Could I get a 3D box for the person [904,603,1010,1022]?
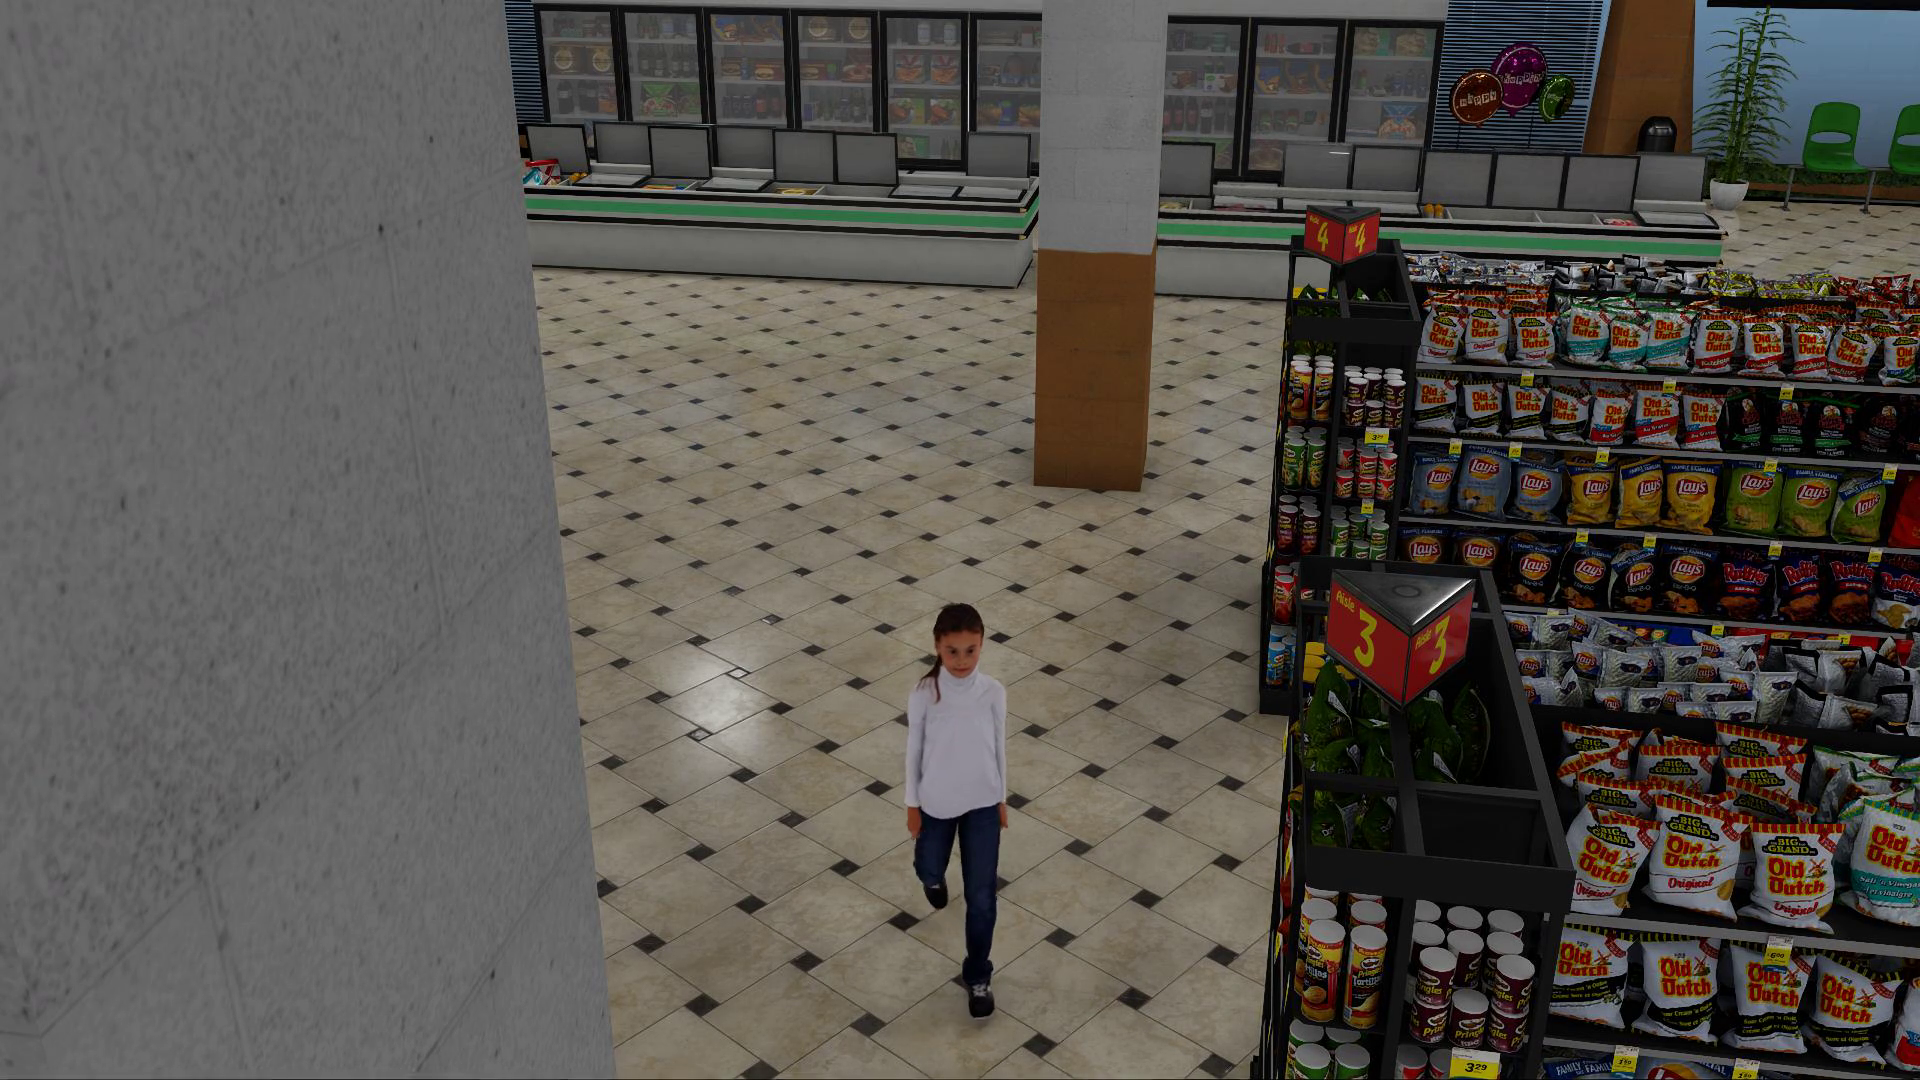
[{"bbox_3d":[-0.014,0.907,6.024,0.979,1.537,0.755,-2,24,-4],"label":"person"}]
